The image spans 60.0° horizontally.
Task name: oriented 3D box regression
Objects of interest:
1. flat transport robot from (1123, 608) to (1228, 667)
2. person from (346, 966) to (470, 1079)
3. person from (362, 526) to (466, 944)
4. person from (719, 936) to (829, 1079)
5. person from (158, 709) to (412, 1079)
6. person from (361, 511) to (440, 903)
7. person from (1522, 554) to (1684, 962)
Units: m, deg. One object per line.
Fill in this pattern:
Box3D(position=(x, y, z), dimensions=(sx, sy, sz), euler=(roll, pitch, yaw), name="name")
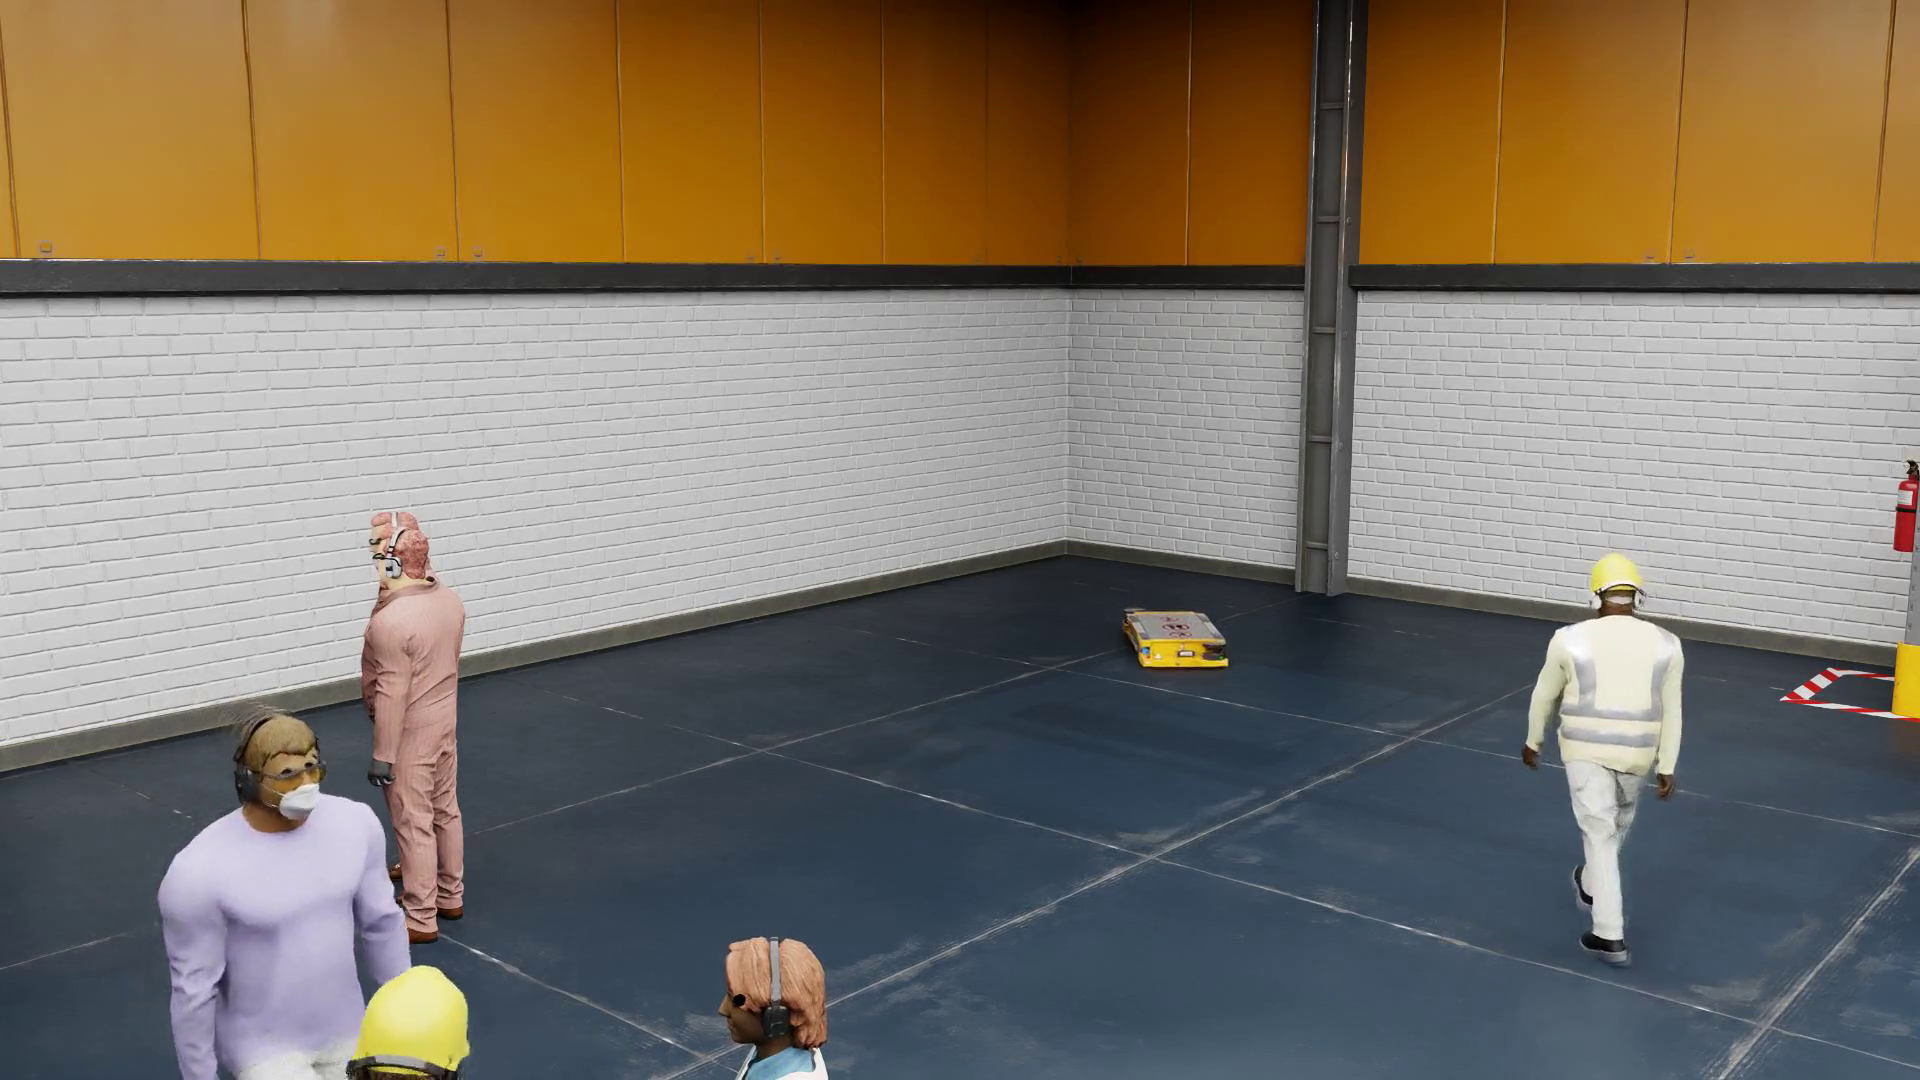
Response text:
Box3D(position=(1.714, 0.775, 13.389), dimensions=(0.652, 0.197, 1.431), euler=(0, 9, -1), name="flat transport robot")
Box3D(position=(-1.065, 1.667, 3.184), dimensions=(0.559, 1.744, 0.566), euler=(-6, 11, -32), name="person")
Box3D(position=(-2.507, 0.883, 7.591), dimensions=(0.410, 1.909, 0.643), euler=(2, 9, 9), name="person")
Box3D(position=(-0.387, 1.647, 3.631), dimensions=(0.307, 1.641, 0.511), euler=(-2, 9, -12), name="person")
Box3D(position=(-1.851, 1.371, 4.590), dimensions=(1.003, 1.895, 0.647), euler=(6, 11, 31), name="person")
Box3D(position=(-2.700, 0.800, 8.118), dimensions=(0.403, 1.904, 0.651), euler=(-4, 10, -26), name="person")
Box3D(position=(2.932, 0.957, 7.588), dimensions=(0.611, 1.773, 0.961), euler=(1, 9, 5), name="person")
